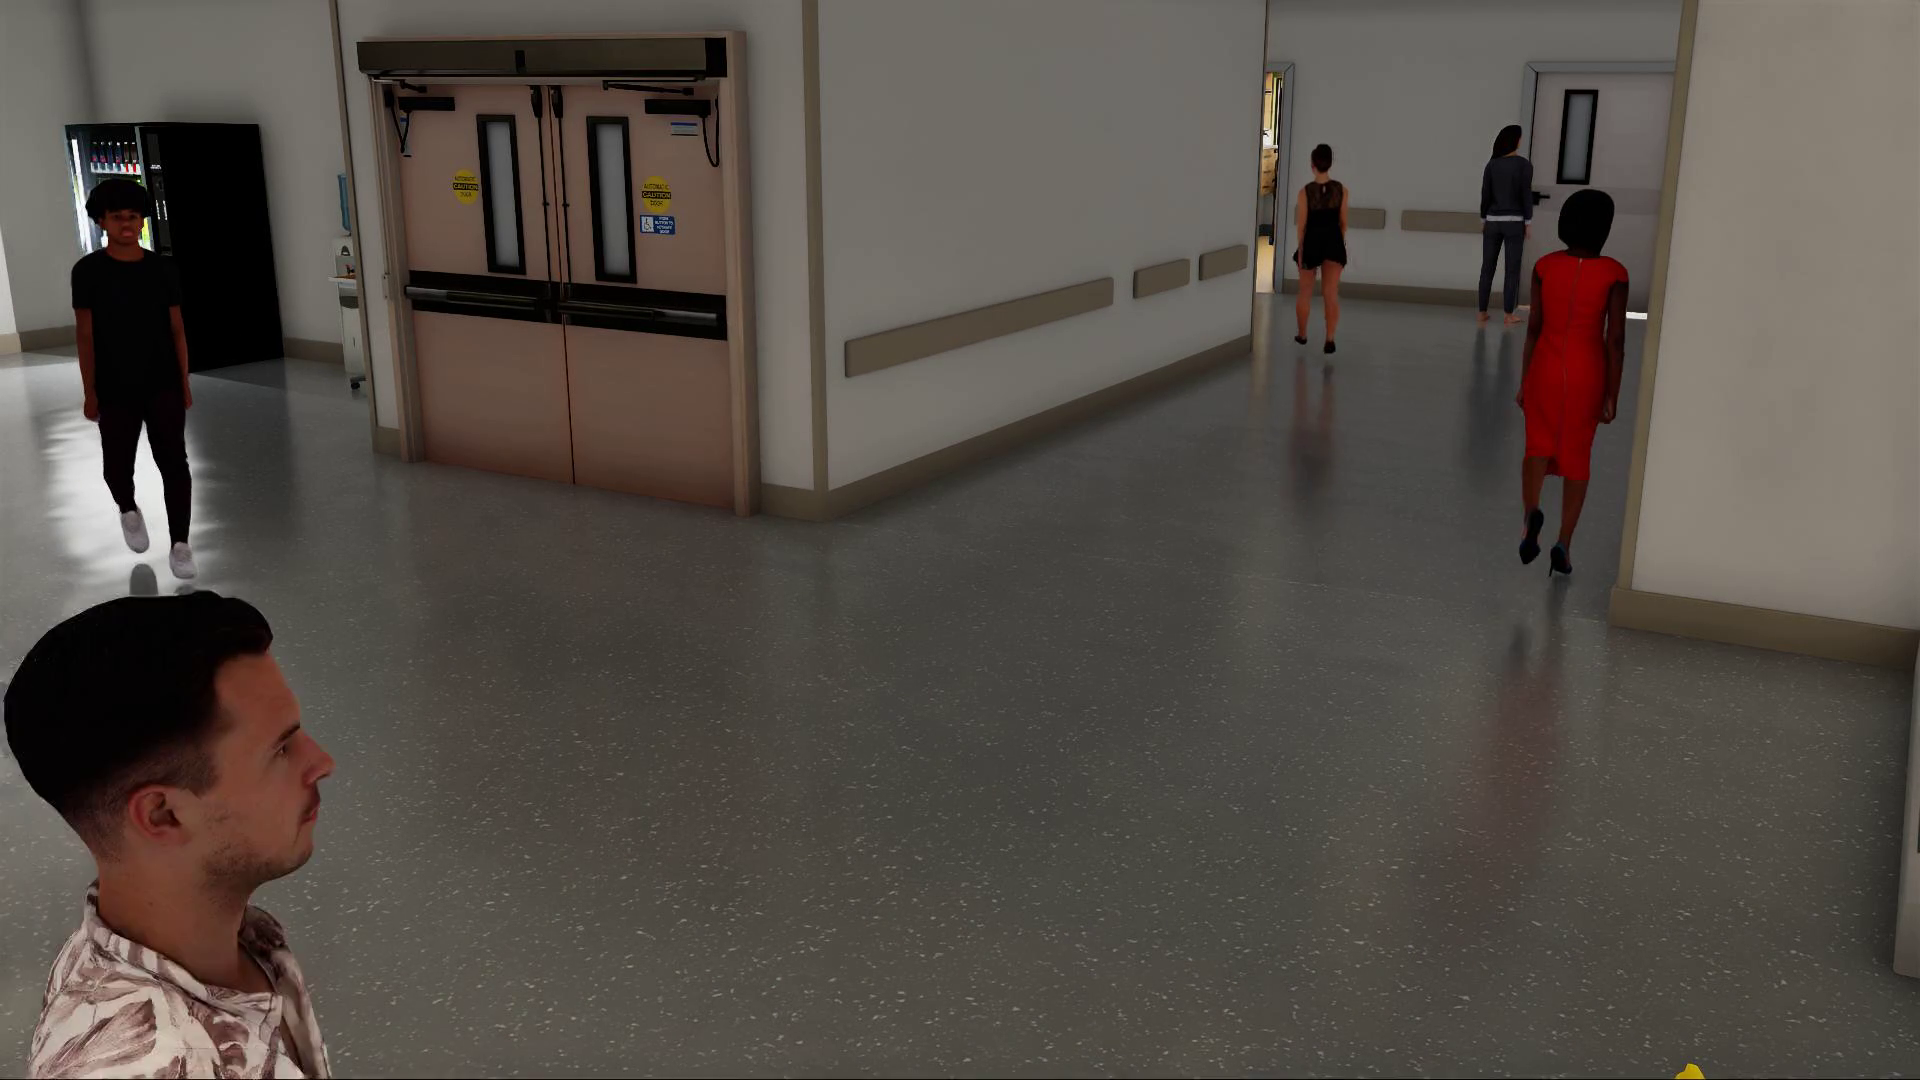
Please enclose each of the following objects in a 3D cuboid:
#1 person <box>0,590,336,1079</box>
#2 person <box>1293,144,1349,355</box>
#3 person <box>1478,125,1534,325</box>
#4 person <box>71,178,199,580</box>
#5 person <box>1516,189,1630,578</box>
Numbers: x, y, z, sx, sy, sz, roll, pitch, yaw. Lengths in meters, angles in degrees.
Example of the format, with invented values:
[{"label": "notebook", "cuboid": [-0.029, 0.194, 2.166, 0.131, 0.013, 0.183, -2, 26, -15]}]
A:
[{"label": "person", "cuboid": [-0.769, 0.944, 1.536, 1.191, 1.797, 1.141, -4, 16, -15]}, {"label": "person", "cuboid": [2.904, -2.277, 13.262, 1.133, 1.635, 0.964, 1, 16, 5]}, {"label": "person", "cuboid": [4.966, -2.882, 15.163, 0.484, 1.768, 0.697, 11, 19, 35]}, {"label": "person", "cuboid": [-3.765, -0.736, 7.564, 0.973, 1.761, 1.192, -9, 18, -30]}, {"label": "person", "cuboid": [2.635, -0.641, 7.282, 0.730, 1.731, 0.647, 9, 18, 28]}]
